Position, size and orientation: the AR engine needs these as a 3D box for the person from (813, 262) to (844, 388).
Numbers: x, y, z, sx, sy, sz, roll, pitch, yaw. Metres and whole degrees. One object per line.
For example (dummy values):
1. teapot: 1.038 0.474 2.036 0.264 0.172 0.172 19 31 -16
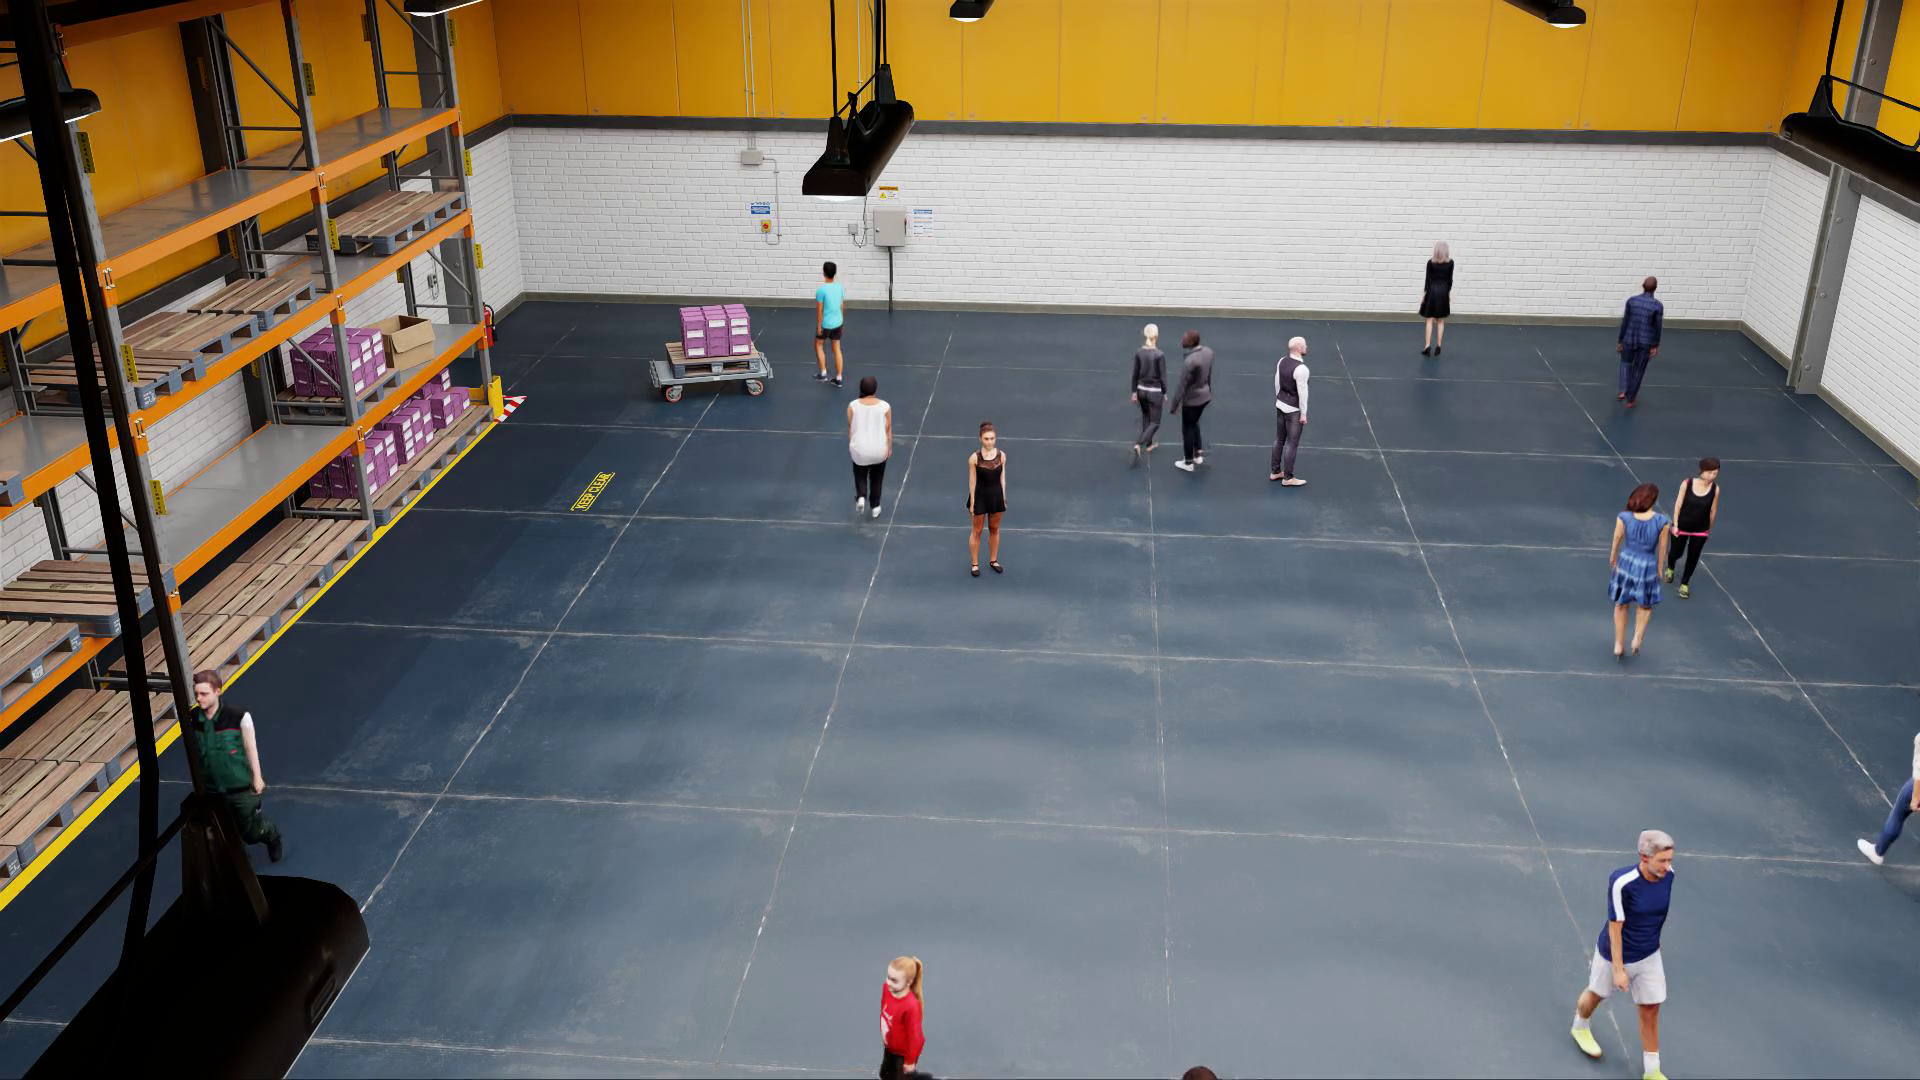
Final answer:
1. person: -1.759 -2.990 23.325 0.848 1.754 0.909 -18 29 -35

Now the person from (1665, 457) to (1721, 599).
1. person: 7.531 -0.170 17.147 0.618 1.535 0.714 7 25 17

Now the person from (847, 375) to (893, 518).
1. person: -1.051 -1.041 18.964 0.650 1.675 0.650 1 24 3

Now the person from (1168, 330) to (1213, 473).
1. person: 2.887 -1.682 20.267 0.821 1.807 0.920 -22 32 -40

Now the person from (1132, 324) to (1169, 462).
1. person: 2.339 -1.819 20.710 0.940 1.701 1.080 18 29 35

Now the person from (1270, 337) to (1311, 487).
1. person: 3.970 -1.556 19.959 0.840 1.822 0.715 -11 26 -23

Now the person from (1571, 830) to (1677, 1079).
1. person: 4.185 2.559 10.573 0.895 1.799 1.138 -6 24 -14

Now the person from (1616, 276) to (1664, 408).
1. person: 9.169 -2.663 22.507 0.805 1.809 0.820 13 27 28

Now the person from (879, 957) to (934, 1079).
1. person: -0.311 3.052 10.107 0.778 1.270 0.718 -18 30 -36

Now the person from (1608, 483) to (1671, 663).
1. person: 6.354 0.343 15.646 0.790 1.797 0.809 11 26 24

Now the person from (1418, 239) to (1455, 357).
1. person: 7.091 -3.612 24.757 0.624 1.747 0.594 -1 24 -2

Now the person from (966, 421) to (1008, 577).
1. person: 0.293 -0.442 17.593 0.665 1.675 0.680 -8 25 -18

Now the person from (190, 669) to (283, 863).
1. person: -5.382 1.769 12.344 0.663 1.829 0.924 1 24 3
